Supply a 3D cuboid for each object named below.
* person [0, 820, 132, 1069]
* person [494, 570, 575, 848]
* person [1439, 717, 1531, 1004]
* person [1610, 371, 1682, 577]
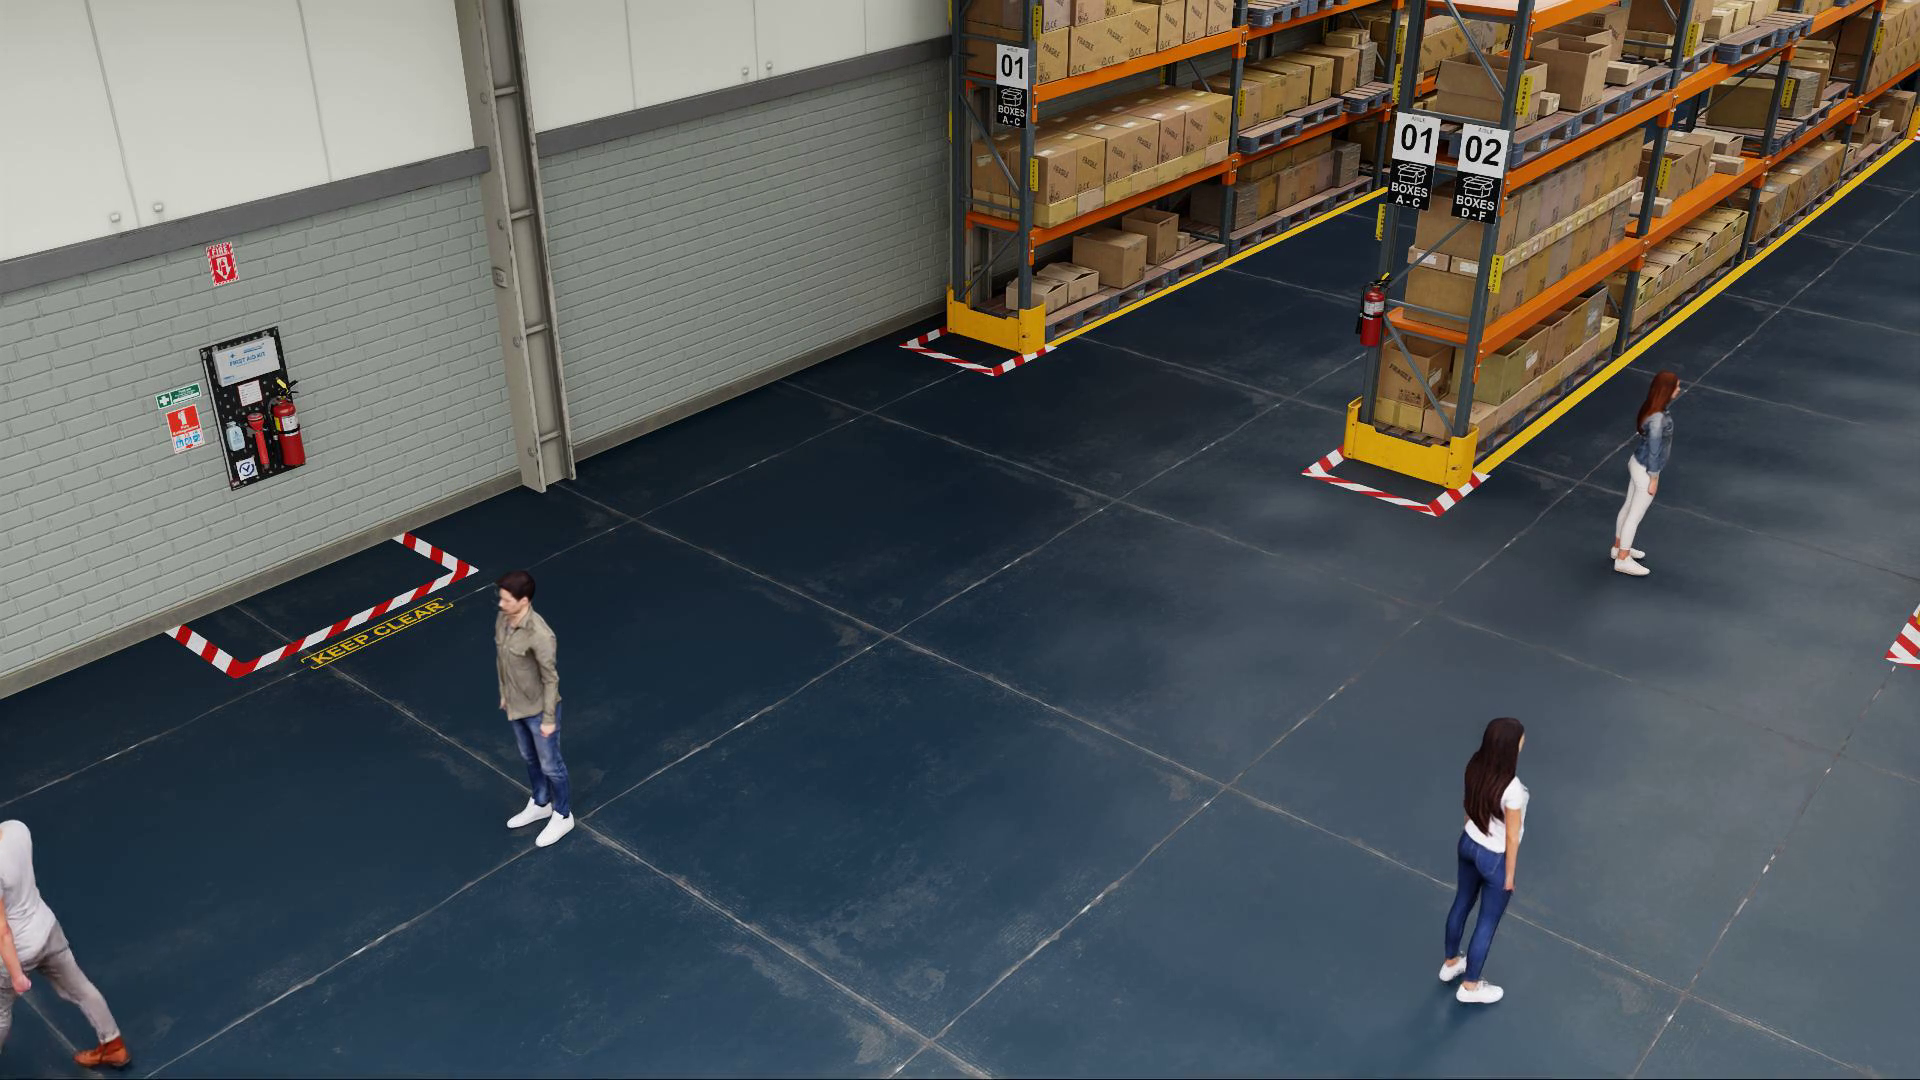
[{"bbox_3d":[-4.621,2.024,8.378,1.240,1.781,1.196,-2,28,-3],"label":"person"},{"bbox_3d":[-2.611,1.000,10.206,0.699,1.869,0.577,23,36,36],"label":"person"},{"bbox_3d":[2.817,1.716,8.963,0.661,1.774,0.662,-10,30,-18],"label":"person"},{"bbox_3d":[5.469,-0.559,13.310,0.747,1.703,0.613,6,29,12],"label":"person"}]
